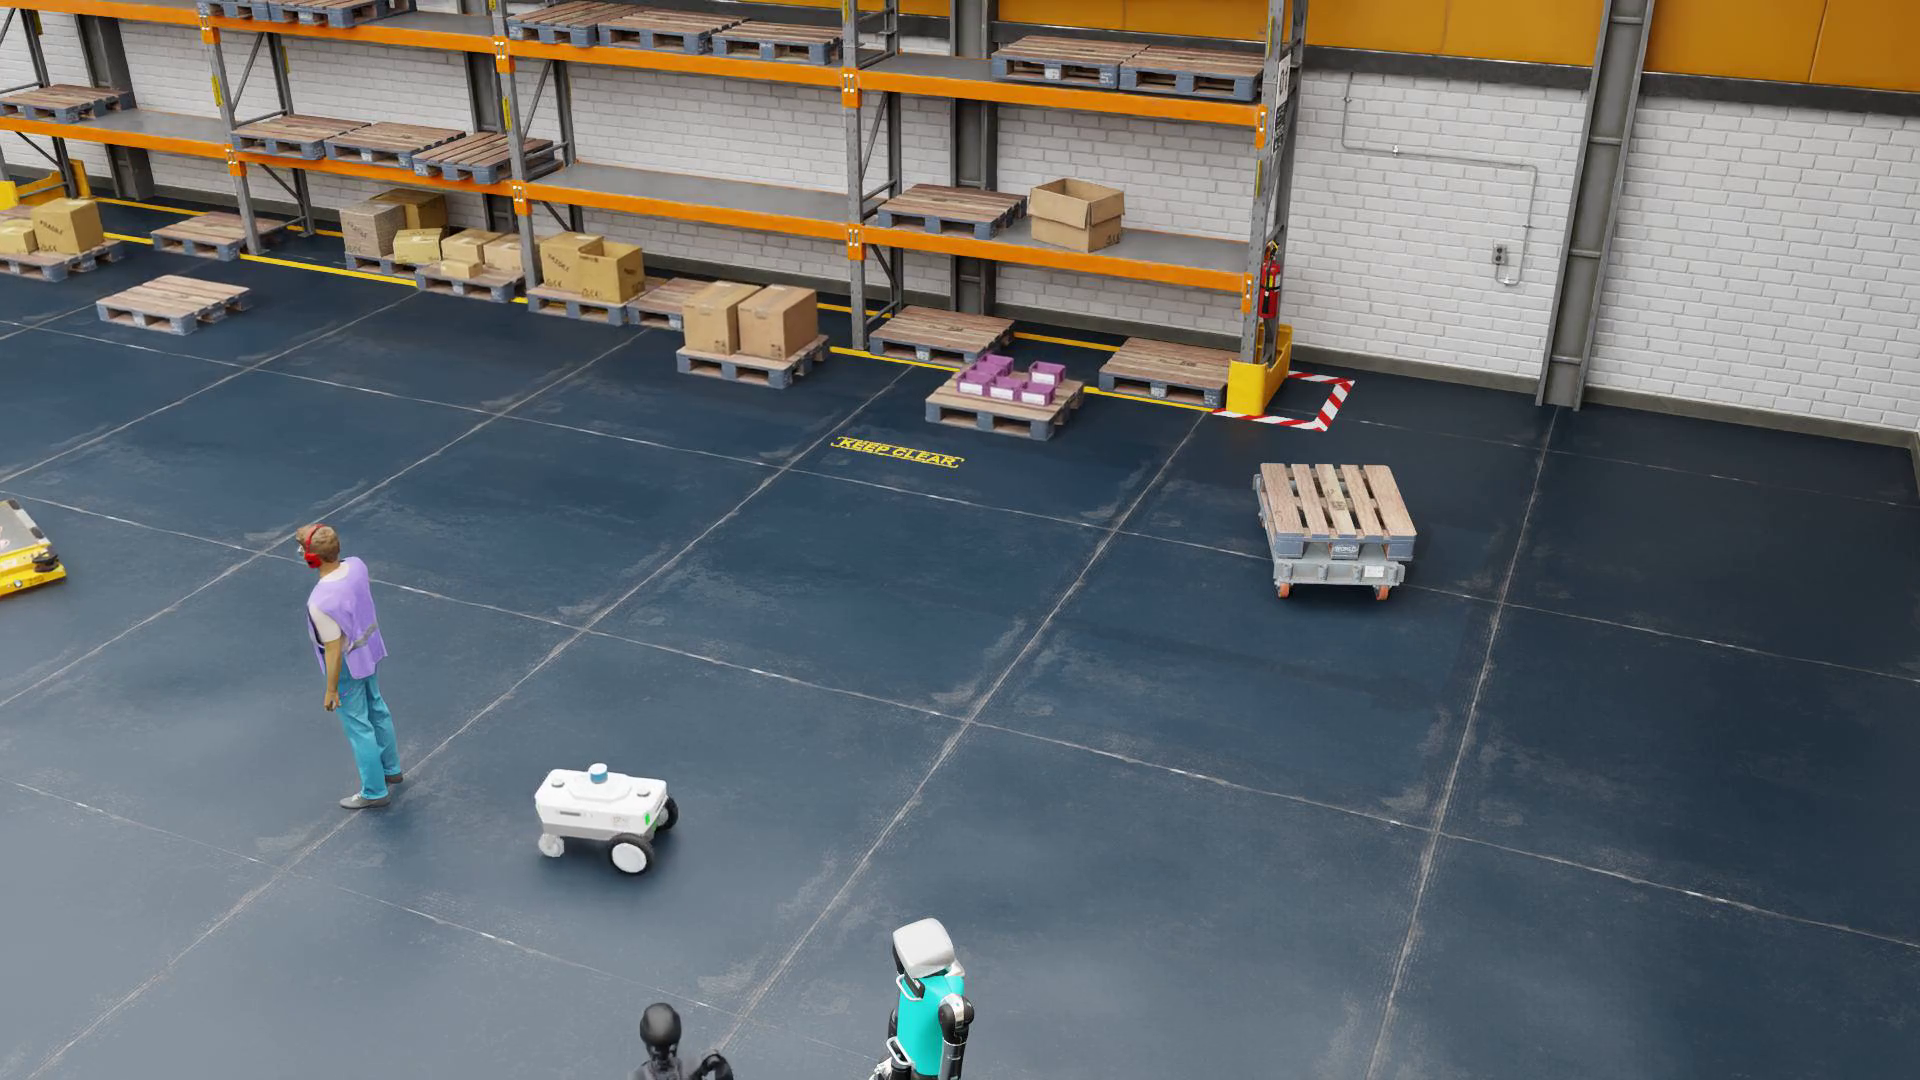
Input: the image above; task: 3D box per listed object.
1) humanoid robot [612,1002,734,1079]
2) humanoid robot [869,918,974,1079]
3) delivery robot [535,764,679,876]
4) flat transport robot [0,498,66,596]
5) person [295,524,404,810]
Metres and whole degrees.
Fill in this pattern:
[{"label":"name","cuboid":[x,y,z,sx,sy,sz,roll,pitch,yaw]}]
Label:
[{"label":"humanoid robot","cuboid":[-1.117,2.520,6.565,0.600,1.638,0.762,-13,30,-23]},{"label":"humanoid robot","cuboid":[-0.328,2.315,6.695,0.735,1.677,0.533,-13,30,-23]},{"label":"delivery robot","cuboid":[-2.039,1.566,9.586,0.791,0.598,0.499,5,28,9]},{"label":"flat transport robot","cuboid":[-7.462,0.056,12.823,0.659,0.231,1.431,-22,34,-35]},{"label":"person","cuboid":[-3.566,0.744,9.772,0.372,1.840,0.568,2,27,4]}]
